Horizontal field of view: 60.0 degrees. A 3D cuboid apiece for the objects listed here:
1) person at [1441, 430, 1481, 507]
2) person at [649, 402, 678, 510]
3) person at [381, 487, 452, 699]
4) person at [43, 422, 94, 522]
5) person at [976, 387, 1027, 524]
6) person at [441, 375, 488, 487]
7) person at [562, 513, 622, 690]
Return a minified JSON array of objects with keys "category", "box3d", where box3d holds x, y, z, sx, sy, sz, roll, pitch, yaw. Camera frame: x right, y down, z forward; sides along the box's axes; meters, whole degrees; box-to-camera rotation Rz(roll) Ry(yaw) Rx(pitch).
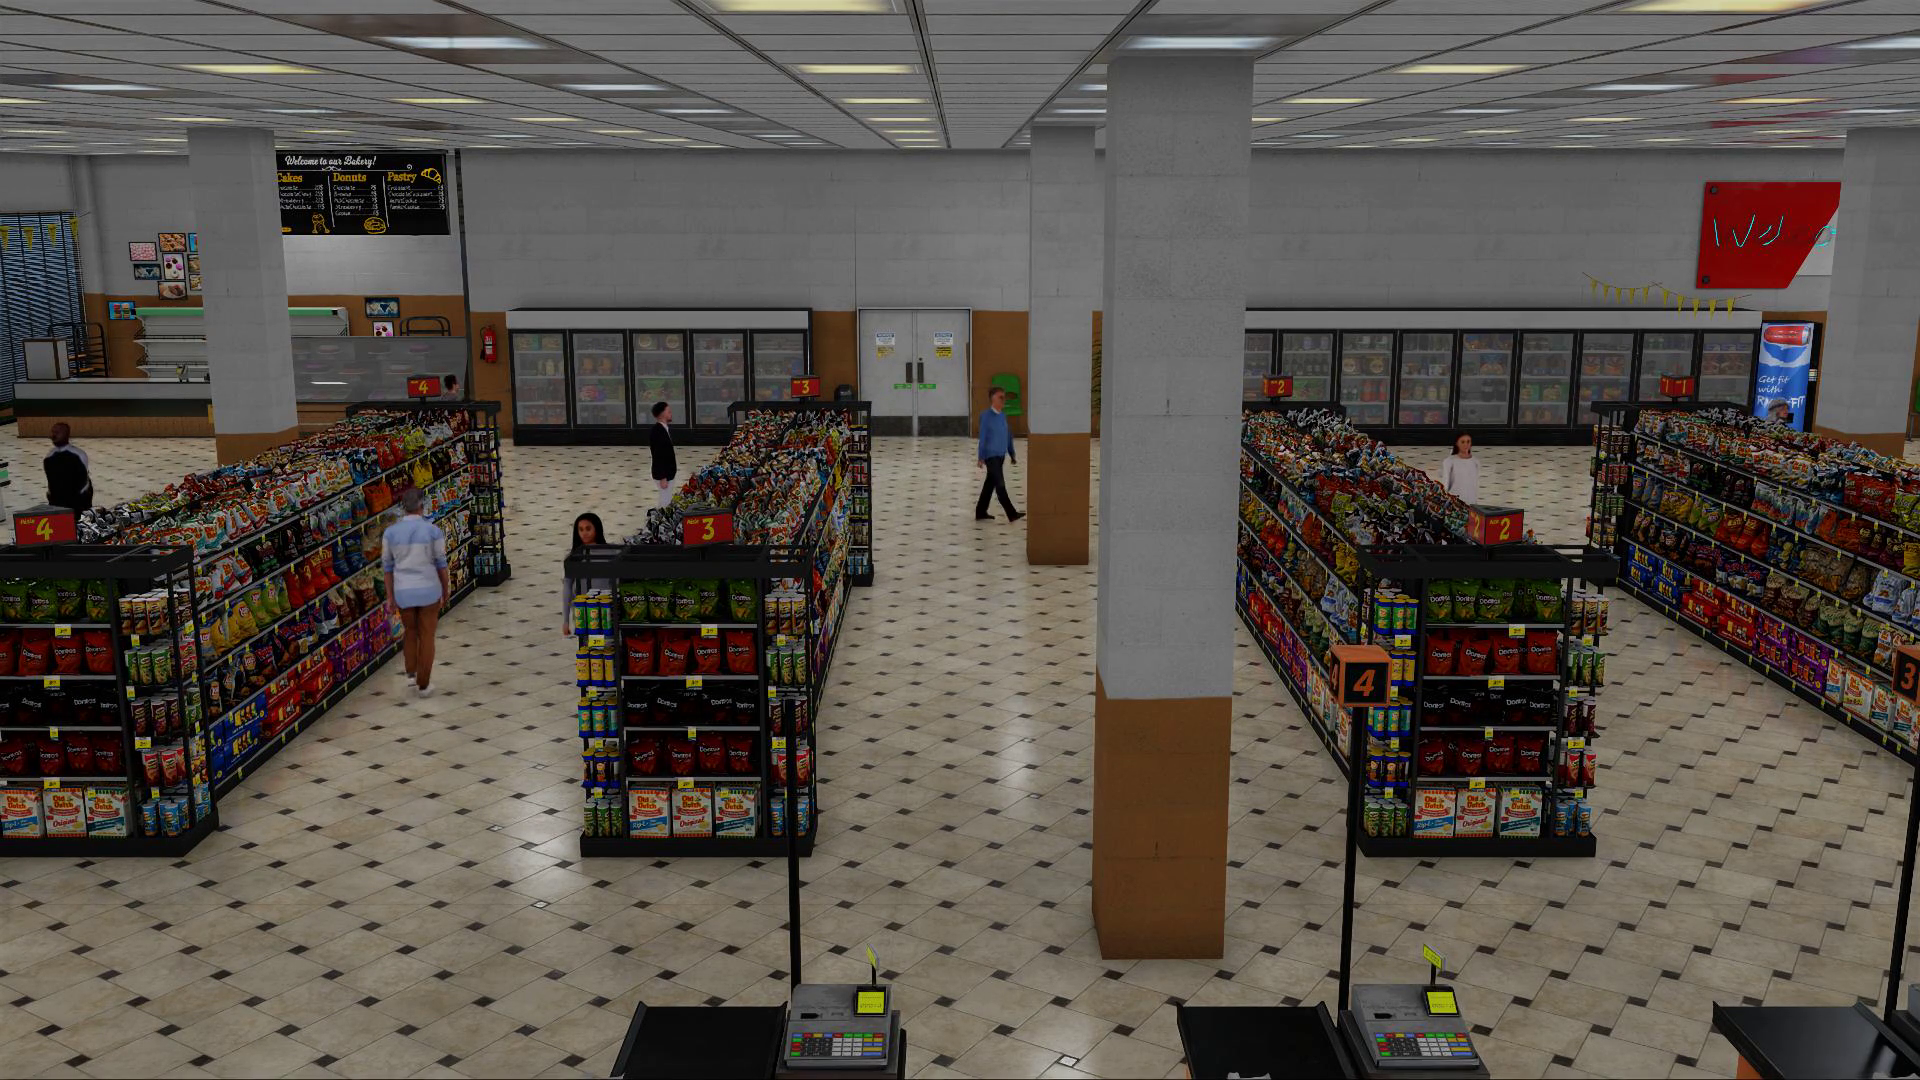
[{"category":"person","box3d":[5.605,-0.395,18.675,0.640,1.688,0.581,-2,12,-10]},{"category":"person","box3d":[-3.575,-0.751,19.987,0.755,1.844,0.541,-2,12,-8]},{"category":"person","box3d":[-4.667,0.473,14.253,0.690,1.812,0.639,0,12,-2]},{"category":"person","box3d":[-9.812,-0.420,18.473,0.739,1.819,0.838,2,12,9]},{"category":"person","box3d":[0.376,-1.110,21.840,1.129,1.782,1.149,8,15,35]},{"category":"person","box3d":[-7.255,-1.447,23.614,1.134,1.711,1.160,-9,15,-37]},{"category":"person","box3d":[-3.030,0.619,13.813,0.659,1.708,0.949,-1,12,-5]}]
